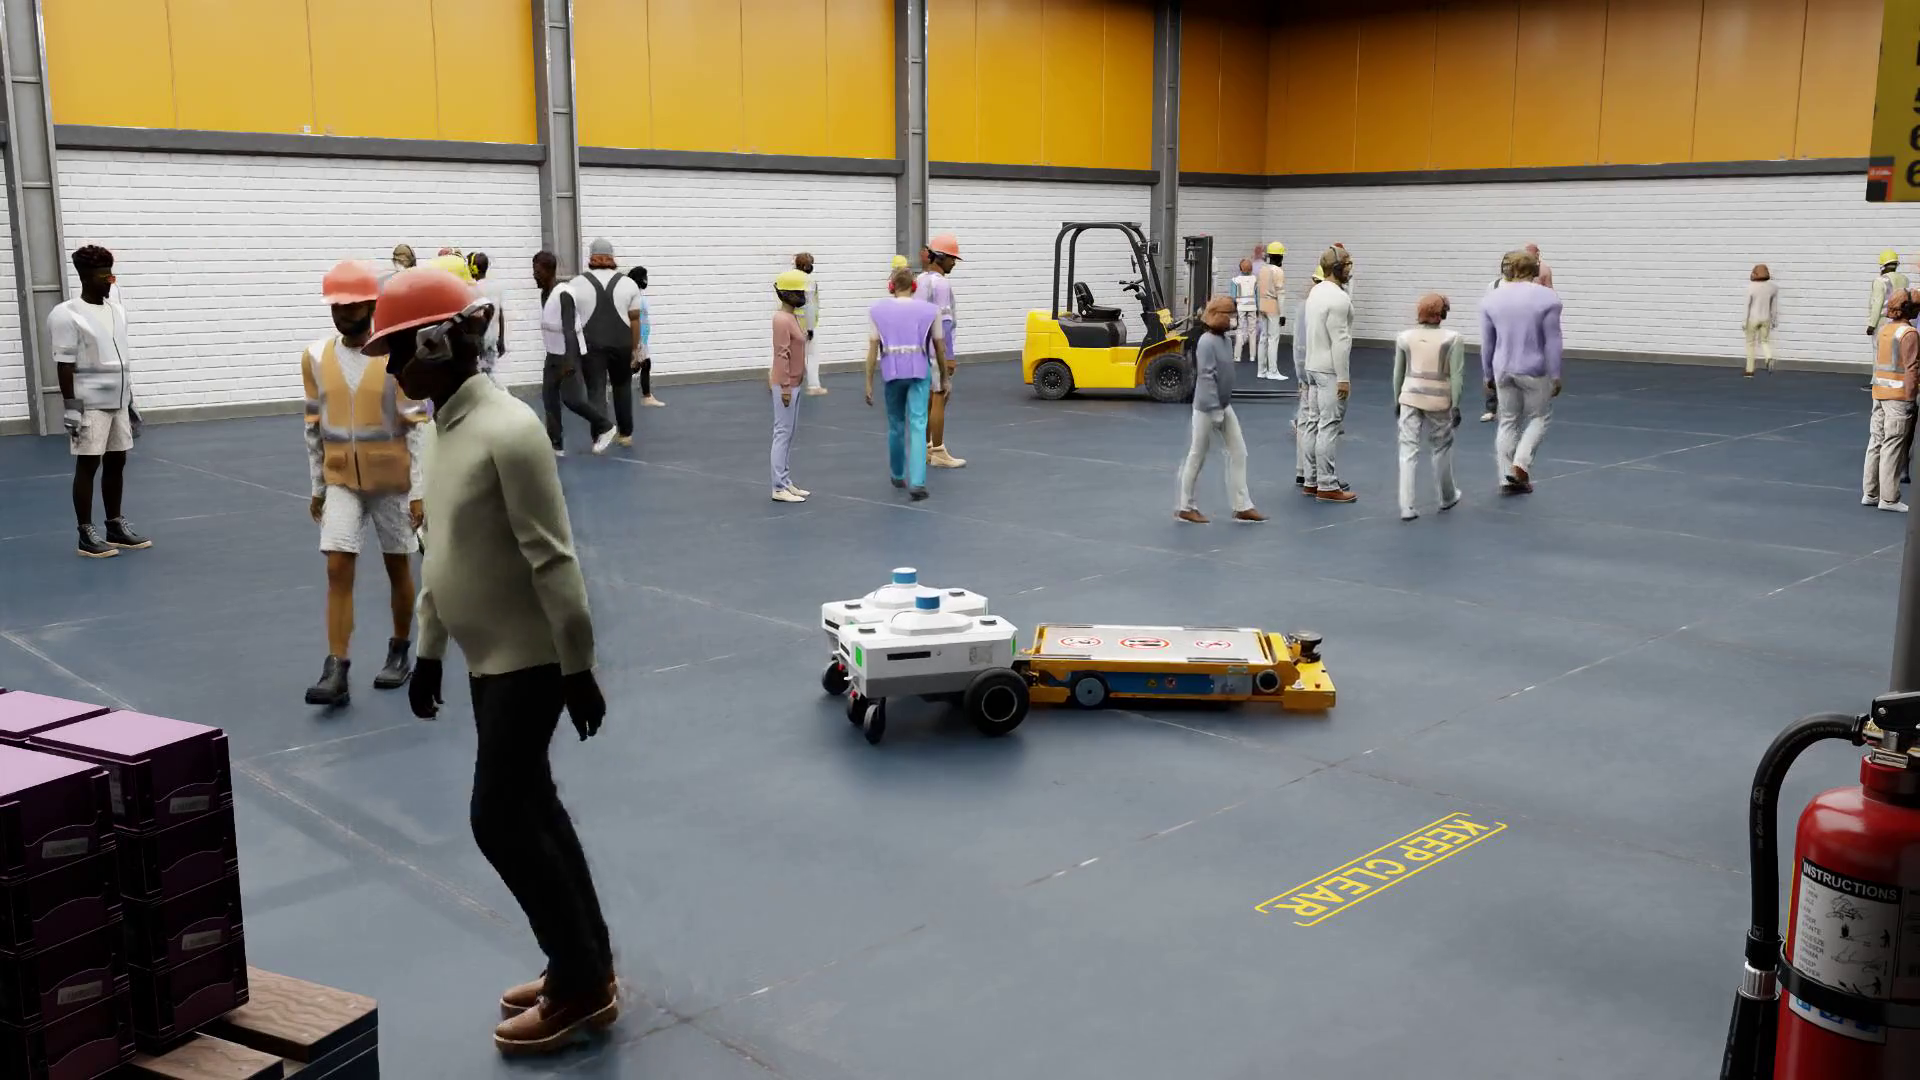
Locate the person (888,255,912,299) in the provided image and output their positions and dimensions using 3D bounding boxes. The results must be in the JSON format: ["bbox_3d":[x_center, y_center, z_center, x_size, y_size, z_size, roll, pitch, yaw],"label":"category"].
[{"bbox_3d":[-0.758,-2.921,22.212,0.402,1.753,0.566,-1,10,-6],"label":"person"}]

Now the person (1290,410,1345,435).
[{"bbox_3d":[3.605,-1.810,16.626,0.769,1.599,0.504,-6,12,-29],"label":"person"}]

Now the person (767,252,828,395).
[{"bbox_3d":[-2.041,-2.719,20.982,0.746,1.823,0.639,-9,14,-40],"label":"person"}]

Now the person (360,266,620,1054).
[{"bbox_3d":[-1.162,0.293,4.207,0.565,1.943,0.652,-7,12,-33],"label":"person"}]

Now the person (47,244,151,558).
[{"bbox_3d":[-5.451,-0.881,10.554,0.368,1.961,0.613,2,11,12],"label":"person"}]

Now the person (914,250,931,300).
[{"bbox_3d":[-0.400,-2.593,20.261,0.512,1.848,0.707,-1,10,-6],"label":"person"}]

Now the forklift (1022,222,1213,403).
[{"bbox_3d":[1.935,-2.847,20.651,2.313,2.155,1.214,2,11,13],"label":"forklift"}]

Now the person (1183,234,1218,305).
[{"bbox_3d":[4.191,-4.293,28.947,0.608,2.044,0.377,3,11,17],"label":"person"}]

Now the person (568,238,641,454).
[{"bbox_3d":[-3.372,-1.868,15.731,0.691,2.000,0.969,-3,11,-15],"label":"person"}]

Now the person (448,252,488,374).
[{"bbox_3d":[-4.546,-1.661,15.073,0.530,1.869,0.311,0,10,2],"label":"person"}]

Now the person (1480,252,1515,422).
[{"bbox_3d":[5.906,-2.180,17.965,0.514,1.845,0.338,6,12,30],"label":"person"}]

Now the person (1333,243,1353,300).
[{"bbox_3d":[6.537,-4.213,28.949,0.574,1.882,0.358,1,10,8],"label":"person"}]

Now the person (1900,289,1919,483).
[{"bbox_3d":[7.941,-1.412,13.528,0.551,1.935,0.375,3,11,16],"label":"person"}]

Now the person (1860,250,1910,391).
[{"bbox_3d":[11.992,-2.834,21.577,0.592,1.828,0.404,-5,11,-24],"label":"person"}]

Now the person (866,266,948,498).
[{"bbox_3d":[-0.409,-1.243,13.043,0.631,1.781,1.008,0,10,-2],"label":"person"}]

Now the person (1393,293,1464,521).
[{"bbox_3d":[3.392,-0.966,11.977,0.541,1.599,0.807,7,12,33],"label":"person"}]

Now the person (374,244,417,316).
[{"bbox_3d":[-5.396,-1.918,16.292,0.627,1.936,0.374,-2,11,-10],"label":"person"}]

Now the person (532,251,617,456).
[{"bbox_3d":[-3.561,-1.694,15.214,0.703,1.889,0.608,-9,13,-39],"label":"person"}]

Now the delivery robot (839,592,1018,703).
[{"bbox_3d":[-0.134,0.457,6.849,0.707,0.478,0.477,-3,11,-16],"label":"delivery robot"}]

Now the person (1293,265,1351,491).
[{"bbox_3d":[2.897,-1.304,13.233,0.403,1.827,0.599,-5,11,-24],"label":"person"}]

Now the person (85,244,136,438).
[{"bbox_3d":[-8.485,-1.957,16.504,0.375,1.934,0.552,-7,12,-33],"label":"person"}]

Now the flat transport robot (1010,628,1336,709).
[{"bbox_3d":[0.902,0.549,7.377,1.431,0.197,0.652,1,10,6],"label":"flat transport robot"}]

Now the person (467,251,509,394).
[{"bbox_3d":[-4.914,-2.055,17.253,0.525,1.856,0.547,6,12,30],"label":"person"}]

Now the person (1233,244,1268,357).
[{"bbox_3d":[4.934,-3.971,27.651,0.867,1.877,0.654,-4,11,-23],"label":"person"}]

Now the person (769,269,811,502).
[{"bbox_3d":[-1.287,-1.176,12.710,0.326,1.767,0.533,0,10,2],"label":"person"}]

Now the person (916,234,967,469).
[{"bbox_3d":[-0.168,-1.641,14.516,0.391,2.034,0.605,-4,11,-20],"label":"person"}]

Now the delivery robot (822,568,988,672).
[{"bbox_3d":[-0.242,0.367,7.343,0.707,0.478,0.477,-6,12,-29],"label":"delivery robot"}]

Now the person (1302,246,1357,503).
[{"bbox_3d":[2.825,-1.252,12.670,0.379,1.942,0.637,-2,11,-8],"label":"person"}]

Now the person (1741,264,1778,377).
[{"bbox_3d":[11.350,-3.104,23.592,0.508,1.617,0.499,0,10,-1],"label":"person"}]

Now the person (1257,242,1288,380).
[{"bbox_3d":[4.393,-3.211,23.362,0.367,1.927,0.587,-4,11,-22],"label":"person"}]

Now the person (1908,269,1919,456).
[{"bbox_3d":[8.581,-1.621,14.841,0.548,1.883,1.047,3,11,17],"label":"person"}]

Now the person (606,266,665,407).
[{"bbox_3d":[-3.862,-2.360,19.428,0.708,1.673,0.538,-2,11,-9],"label":"person"}]

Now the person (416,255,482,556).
[{"bbox_3d":[-3.131,-0.765,10.092,0.589,1.911,0.642,7,12,32],"label":"person"}]

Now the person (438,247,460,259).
[{"bbox_3d":[-5.091,-1.984,16.738,0.641,1.905,0.410,9,14,41],"label":"person"}]

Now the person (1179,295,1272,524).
[{"bbox_3d":[1.855,-0.884,11.559,0.744,1.607,0.508,7,13,35],"label":"person"}]

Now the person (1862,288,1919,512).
[{"bbox_3d":[6.886,-1.029,12.248,0.307,1.641,0.513,1,10,4],"label":"person"}]

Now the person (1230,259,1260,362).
[{"bbox_3d":[4.549,-3.649,26.528,0.513,1.645,0.307,-2,11,-9],"label":"person"}]

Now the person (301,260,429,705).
[{"bbox_3d":[-2.588,-0.230,7.155,0.570,1.905,0.875,0,10,-1],"label":"person"}]

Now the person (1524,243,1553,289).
[{"bbox_3d":[8.439,-3.439,24.675,0.679,1.903,0.409,8,13,36],"label":"person"}]

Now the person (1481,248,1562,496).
[{"bbox_3d":[4.347,-1.285,12.881,0.642,1.918,0.433,9,14,41],"label":"person"}]
